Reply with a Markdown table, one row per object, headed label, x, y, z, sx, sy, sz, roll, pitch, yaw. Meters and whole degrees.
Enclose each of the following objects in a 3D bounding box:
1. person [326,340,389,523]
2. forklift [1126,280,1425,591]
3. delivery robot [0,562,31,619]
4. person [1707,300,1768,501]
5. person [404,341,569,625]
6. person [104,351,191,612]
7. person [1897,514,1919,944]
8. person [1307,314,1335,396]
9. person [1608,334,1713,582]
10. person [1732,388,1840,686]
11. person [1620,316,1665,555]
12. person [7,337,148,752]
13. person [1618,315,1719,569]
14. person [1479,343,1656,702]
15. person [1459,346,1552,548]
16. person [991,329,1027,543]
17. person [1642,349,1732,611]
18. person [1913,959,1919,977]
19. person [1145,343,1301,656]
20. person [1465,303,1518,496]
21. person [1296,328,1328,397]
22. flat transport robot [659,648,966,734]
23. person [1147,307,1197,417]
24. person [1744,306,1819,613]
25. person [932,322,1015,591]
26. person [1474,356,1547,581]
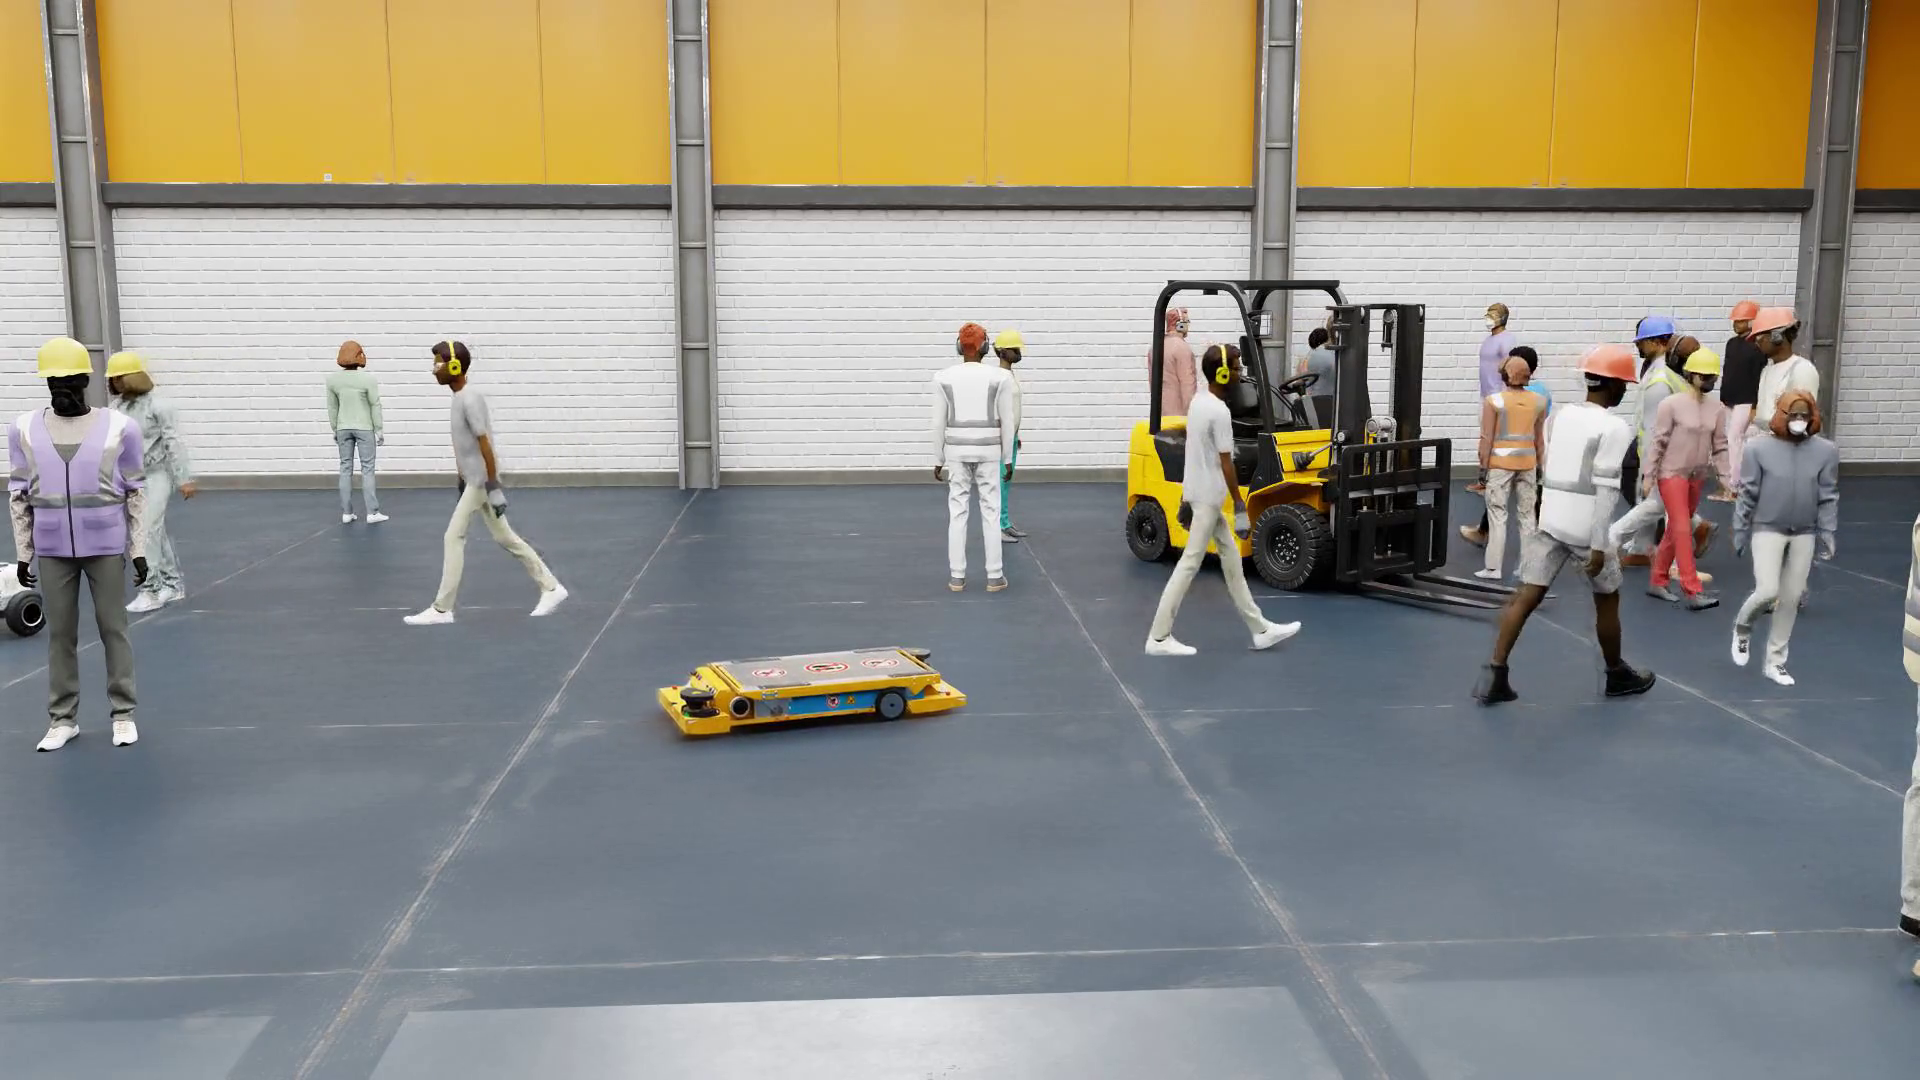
| label | x | y | z | sx | sy | sz | roll | pitch | yaw |
| --- | --- | --- | --- | --- | --- | --- | --- | --- | --- |
| person | -5.399 | -0.966 | 14.889 | 0.500 | 1.636 | 0.284 | 1 | 9 | 7 |
| forklift | 2.301 | -0.860 | 12.475 | 1.214 | 2.155 | 2.313 | -6 | 11 | -35 |
| delivery robot | -6.000 | 0.300 | 10.031 | 0.477 | 0.478 | 0.707 | 3 | 10 | 20 |
| person | 7.731 | -1.363 | 16.328 | 0.677 | 1.971 | 0.628 | -1 | 9 | -4 |
| person | -3.016 | -0.362 | 10.609 | 1.013 | 1.808 | 0.555 | -3 | 10 | -18 |
| person | -5.415 | -0.379 | 10.958 | 0.525 | 1.707 | 0.755 | 3 | 9 | 17 |
| person | 3.331 | 0.438 | 5.471 | 0.404 | 1.830 | 0.590 | 9 | 12 | 43 |
| person | 3.050 | -0.893 | 13.521 | 0.439 | 1.925 | 0.655 | 7 | 11 | 36 |
| person | 5.090 | -0.605 | 12.154 | 0.816 | 1.803 | 0.637 | 7 | 11 | 37 |
| person | 4.466 | -0.024 | 9.031 | 0.494 | 1.616 | 0.401 | 1 | 9 | 3 |
| person | 5.431 | -0.809 | 13.077 | 0.486 | 1.895 | 0.624 | 1 | 9 | 6 |
| person | -4.109 | 0.022 | 7.776 | 0.585 | 1.928 | 0.369 | -2 | 9 | -15 |
| person | 5.313 | -0.720 | 12.468 | 0.691 | 1.917 | 0.626 | 3 | 10 | 18 |
| person | 3.151 | -0.063 | 8.552 | 1.022 | 1.887 | 0.576 | -4 | 10 | -25 |
| person | 4.378 | -0.700 | 13.136 | 0.554 | 1.648 | 0.867 | -5 | 10 | -27 |
| person | 0.394 | -0.869 | 13.867 | 0.304 | 1.772 | 0.525 | 3 | 9 | 16 |
| person | 4.871 | -0.393 | 11.007 | 0.541 | 1.722 | 0.845 | -4 | 10 | -21 |
| person | 3.374 | 0.556 | 4.879 | 0.923 | 1.789 | 0.617 | 2 | 9 | 14 |
| person | 1.533 | -0.216 | 9.609 | 0.978 | 1.815 | 0.541 | -1 | 9 | -6 |
| person | 5.369 | -1.410 | 16.728 | 0.368 | 1.940 | 0.633 | -1 | 9 | -4 |
| person | 3.591 | -1.293 | 16.788 | 0.321 | 1.690 | 0.529 | -5 | 10 | -27 |
| flat transport robot | -0.750 | 0.745 | 8.417 | 1.431 | 0.197 | 0.652 | -3 | 10 | -21 |
| person | 2.058 | -1.254 | 15.851 | 0.404 | 1.910 | 0.636 | -4 | 10 | -24 |
| person | 5.326 | -0.512 | 10.874 | 0.467 | 2.007 | 0.645 | 1 | 9 | 3 |
| person | 0.097 | -0.573 | 11.647 | 0.573 | 1.884 | 0.356 | 1 | 9 | 8 |
| person | 4.005 | -0.516 | 12.080 | 0.520 | 1.633 | 0.312 | -2 | 9 | -10 |
